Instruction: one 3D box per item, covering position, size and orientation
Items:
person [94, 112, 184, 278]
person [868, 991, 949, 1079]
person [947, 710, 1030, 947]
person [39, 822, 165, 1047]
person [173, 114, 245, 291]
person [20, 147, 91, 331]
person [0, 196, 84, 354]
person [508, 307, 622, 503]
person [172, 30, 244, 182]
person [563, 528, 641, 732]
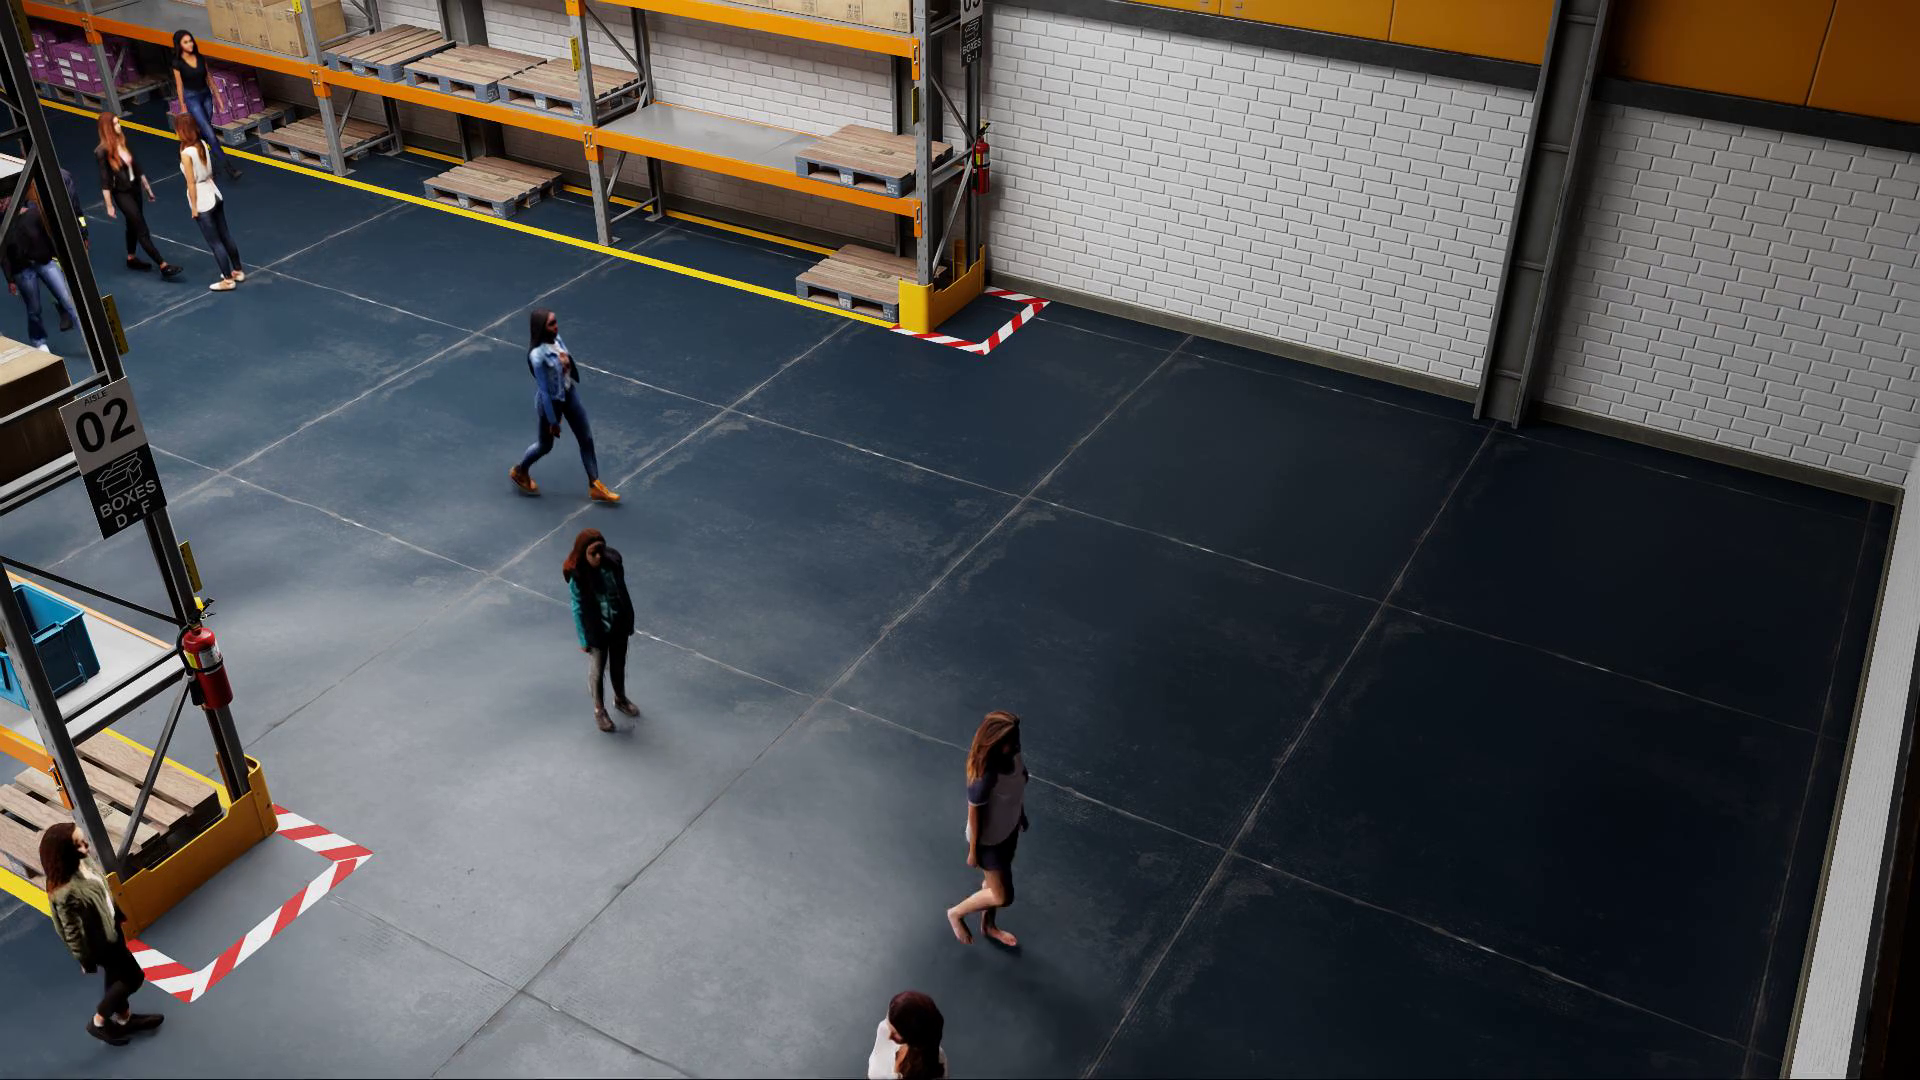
[{"bbox_3d":[-8.454,-3.472,16.767,1.095,1.675,0.808,9,35,13],"label":"person"},{"bbox_3d":[-0.211,2.642,7.464,0.719,1.792,0.548,-28,43,-36],"label":"person"},{"bbox_3d":[0.115,1.570,9.140,0.651,1.721,0.617,16,37,23],"label":"person"},{"bbox_3d":[-4.550,2.060,8.633,0.765,1.466,0.700,-10,35,-14],"label":"person"},{"bbox_3d":[-7.451,-3.352,16.489,0.659,1.783,0.658,2,34,4],"label":"person"},{"bbox_3d":[-8.594,-2.920,15.803,0.859,1.823,0.865,-18,37,-24],"label":"person"},{"bbox_3d":[-8.514,-2.444,15.192,1.010,1.706,1.115,-25,41,-32],"label":"person"},{"bbox_3d":[-3.260,-1.036,13.105,1.245,1.672,0.839,9,35,13],"label":"person"},{"bbox_3d":[-8.725,-4.952,18.974,1.121,1.697,0.620,19,38,26],"label":"person"},{"bbox_3d":[-2.328,0.558,10.862,0.641,1.500,0.664,-28,42,-35],"label":"person"}]
